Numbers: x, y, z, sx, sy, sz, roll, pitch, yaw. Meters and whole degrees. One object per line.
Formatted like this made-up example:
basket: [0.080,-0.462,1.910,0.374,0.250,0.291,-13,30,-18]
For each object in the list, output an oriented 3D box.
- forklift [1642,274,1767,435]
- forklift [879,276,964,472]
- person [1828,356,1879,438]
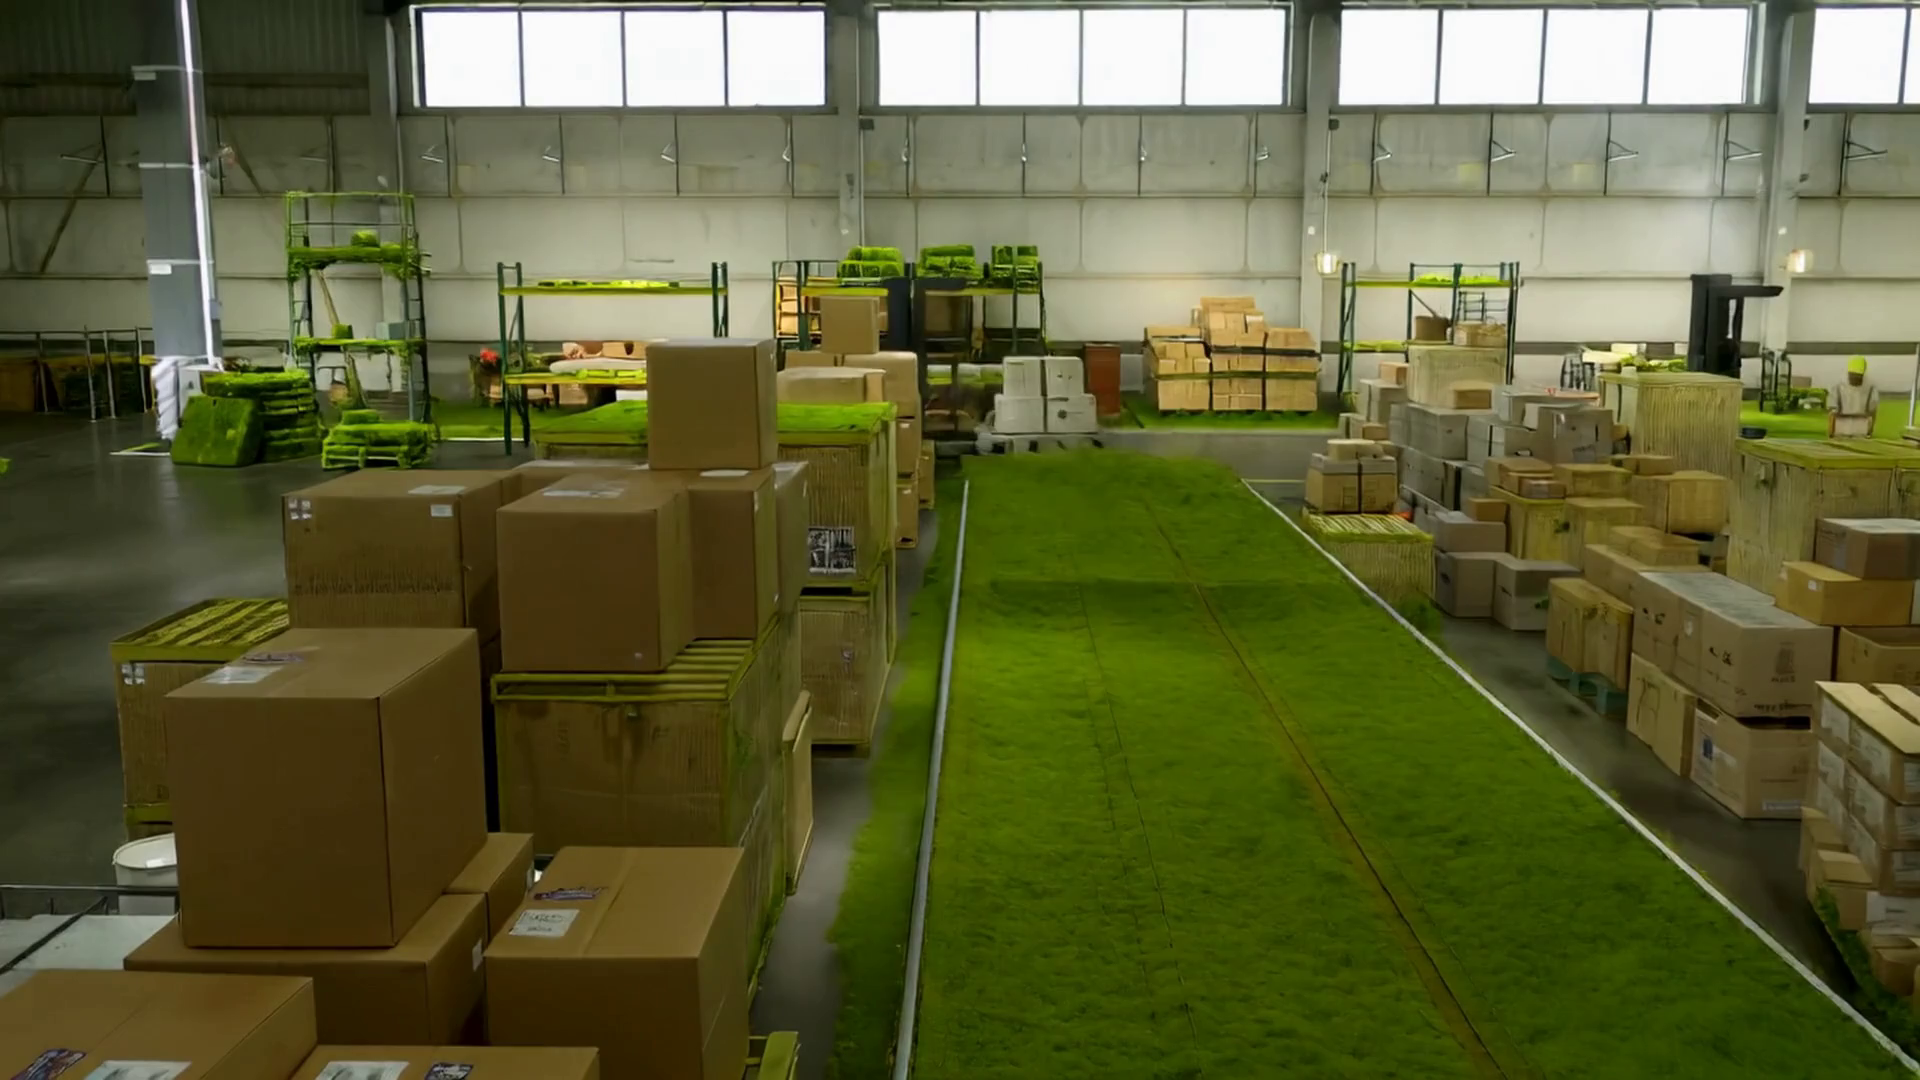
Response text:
forklift: [13.099,-3.274,29.247,1.873,2.768,1.129,0,9,1]
forklift: [-0.906,-2.420,24.134,1.873,2.768,1.129,0,9,-2]
person: [11.024,-1.321,20.568,0.538,1.875,0.969,5,11,26]
